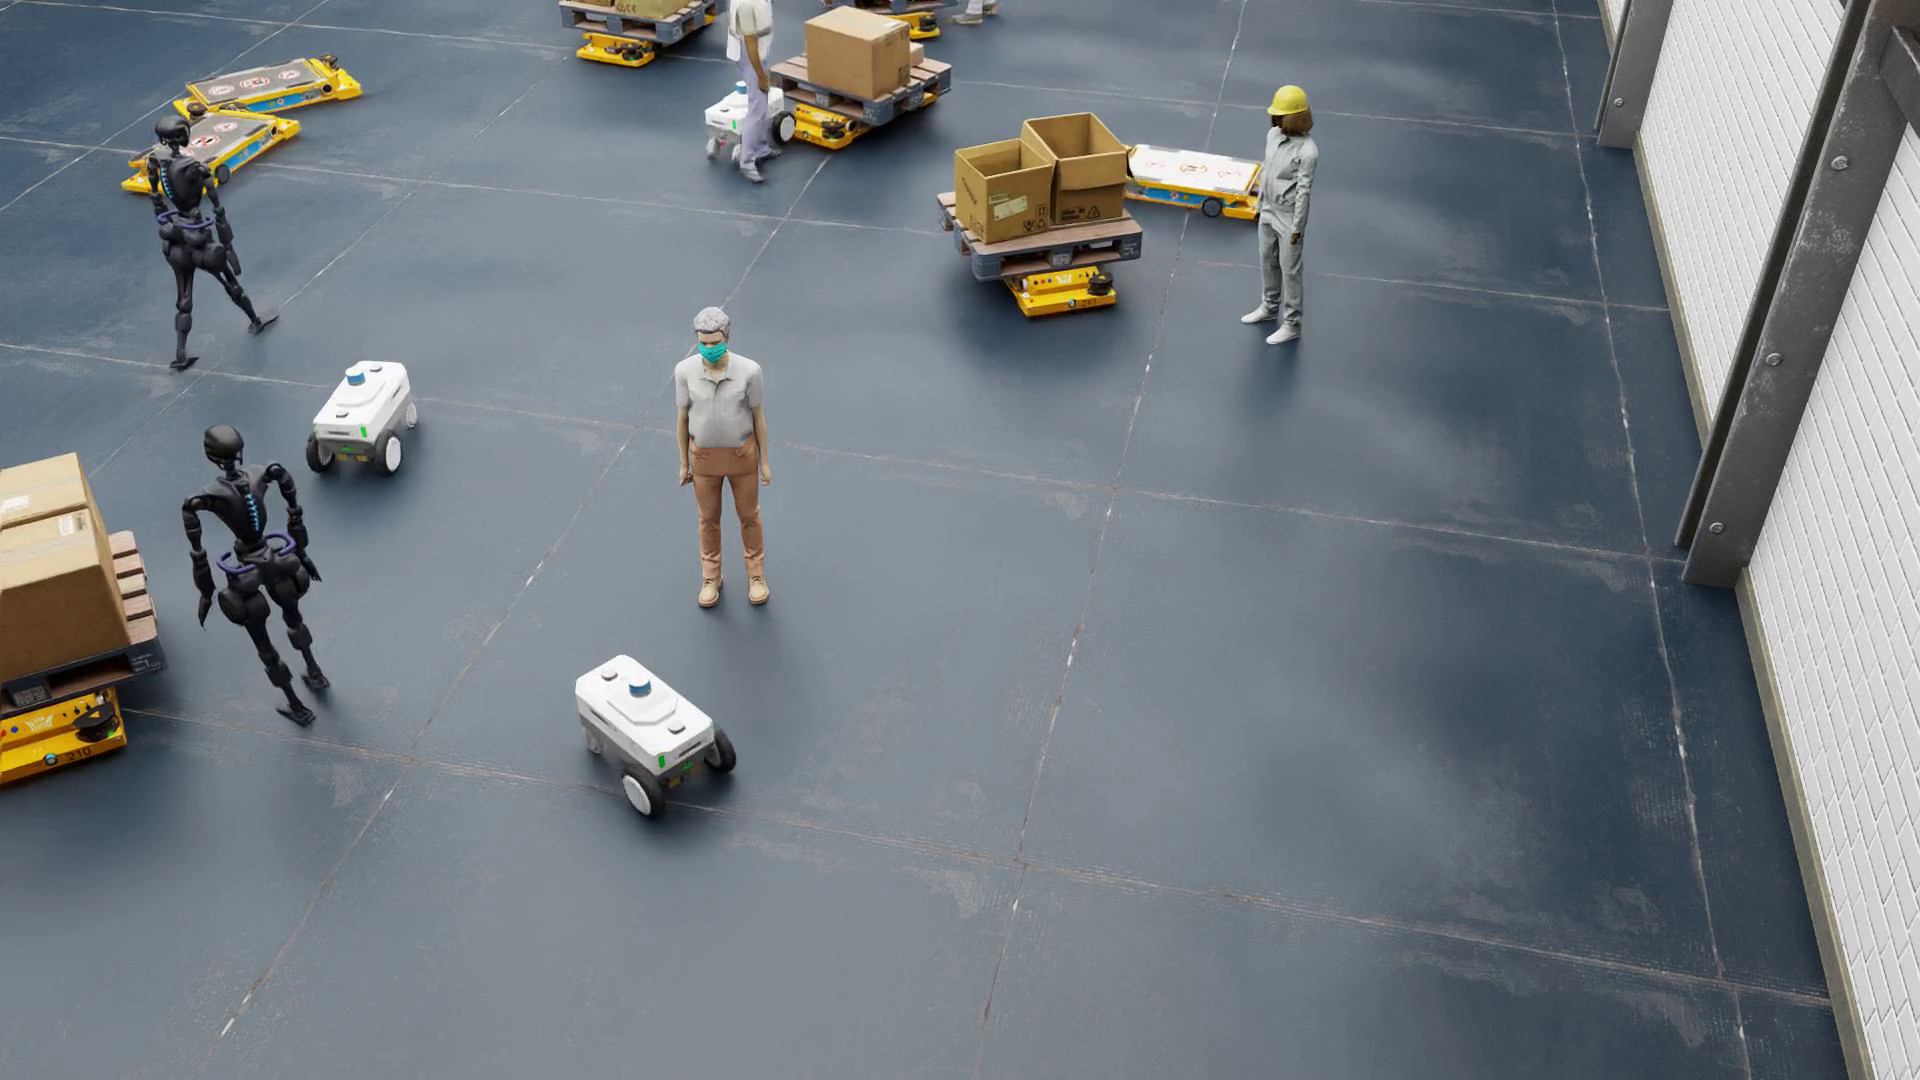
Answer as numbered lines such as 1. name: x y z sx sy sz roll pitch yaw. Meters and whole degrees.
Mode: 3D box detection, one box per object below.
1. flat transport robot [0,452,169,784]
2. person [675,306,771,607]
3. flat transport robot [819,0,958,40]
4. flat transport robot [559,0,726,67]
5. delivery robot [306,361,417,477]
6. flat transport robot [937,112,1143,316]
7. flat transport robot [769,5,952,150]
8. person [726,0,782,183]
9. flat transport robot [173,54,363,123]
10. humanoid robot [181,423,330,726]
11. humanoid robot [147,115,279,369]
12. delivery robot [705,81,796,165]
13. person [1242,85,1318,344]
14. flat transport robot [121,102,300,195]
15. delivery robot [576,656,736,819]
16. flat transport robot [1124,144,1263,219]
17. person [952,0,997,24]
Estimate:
1. flat transport robot: -4.643 0.647 8.353 0.659 0.231 1.431 -18 40 -22
2. person: -1.215 -0.417 8.542 0.469 1.747 0.321 -2 37 -3
3. flat transport robot: -0.753 -5.144 16.102 0.659 0.231 1.431 -13 39 -17
4. flat transport robot: -2.940 -4.804 15.647 0.659 0.231 1.431 14 39 18
5. delivery robot: -3.578 -0.751 9.983 0.499 0.593 0.789 4 37 5
6. flat transport robot: 0.568 -2.055 11.969 0.659 0.231 1.431 -10 38 -14
7. flat transport robot: -0.851 -3.713 14.187 0.659 0.231 1.431 24 43 29
8. person: -1.613 -3.712 12.899 0.388 1.813 0.699 -1 37 -2
9. flat transport robot: -6.003 -3.879 14.409 1.431 0.231 0.659 -24 43 -28
10. humanoid robot: -3.323 0.162 7.827 0.382 1.653 0.585 28 45 32
11. humanoid robot: -4.940 -1.947 10.703 0.599 1.618 0.845 13 39 16
12. delivery robot: -1.735 -3.456 13.616 0.499 0.608 0.786 20 41 25
13. person: 2.092 -2.121 10.836 0.345 1.733 0.482 -17 40 -22
14. flat transport robot: -6.041 -3.151 13.436 0.659 0.231 1.431 9 38 12
15. delivery robot: -1.464 0.882 7.804 0.802 0.600 0.499 31 46 34
16. flat transport robot: 1.725 -2.801 12.967 1.431 0.231 0.659 12 38 16
17. person: 0.142 -5.838 15.685 0.356 1.884 0.598 9 38 12
